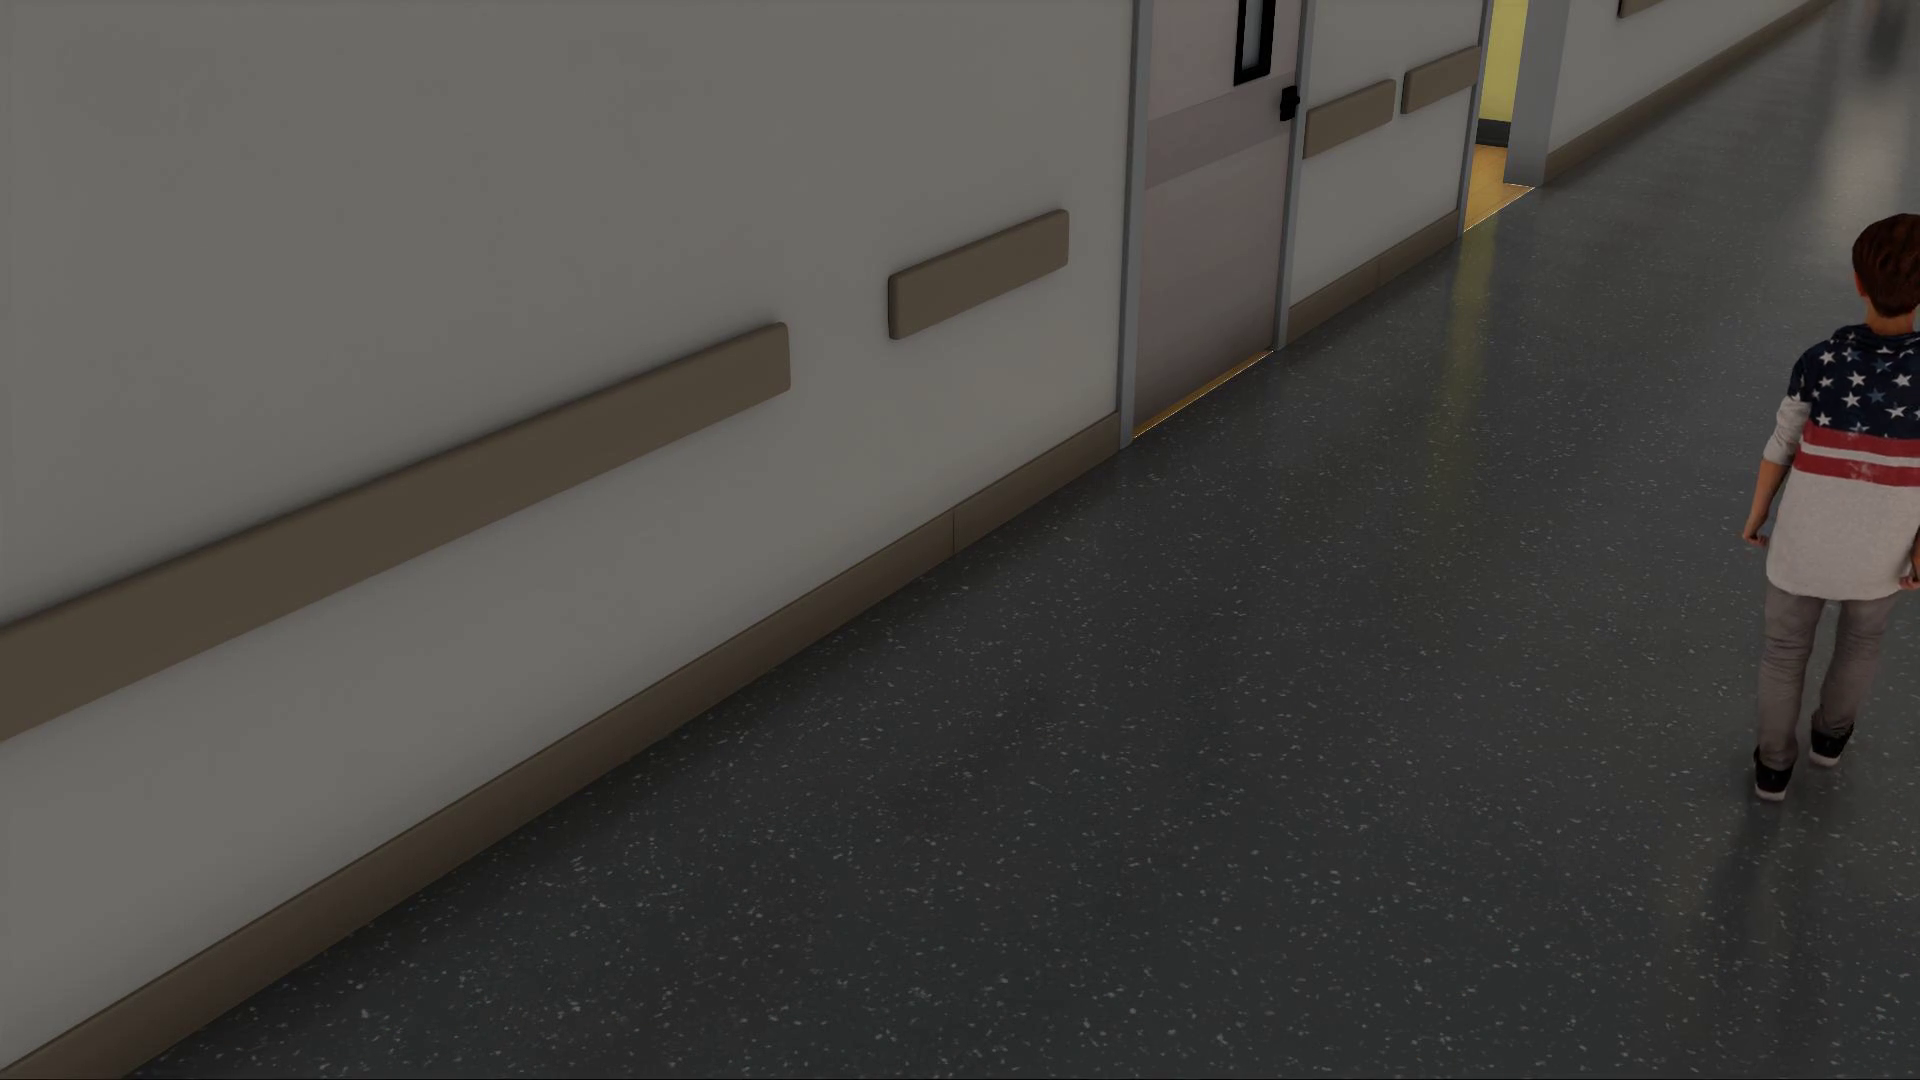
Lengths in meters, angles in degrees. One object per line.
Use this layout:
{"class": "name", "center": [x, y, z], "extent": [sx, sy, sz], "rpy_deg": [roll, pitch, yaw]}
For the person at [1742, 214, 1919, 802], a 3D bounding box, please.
{"class": "person", "center": [2.045, -0.023, 3.835], "extent": [0.658, 1.432, 0.671], "rpy_deg": [11, 28, 22]}
